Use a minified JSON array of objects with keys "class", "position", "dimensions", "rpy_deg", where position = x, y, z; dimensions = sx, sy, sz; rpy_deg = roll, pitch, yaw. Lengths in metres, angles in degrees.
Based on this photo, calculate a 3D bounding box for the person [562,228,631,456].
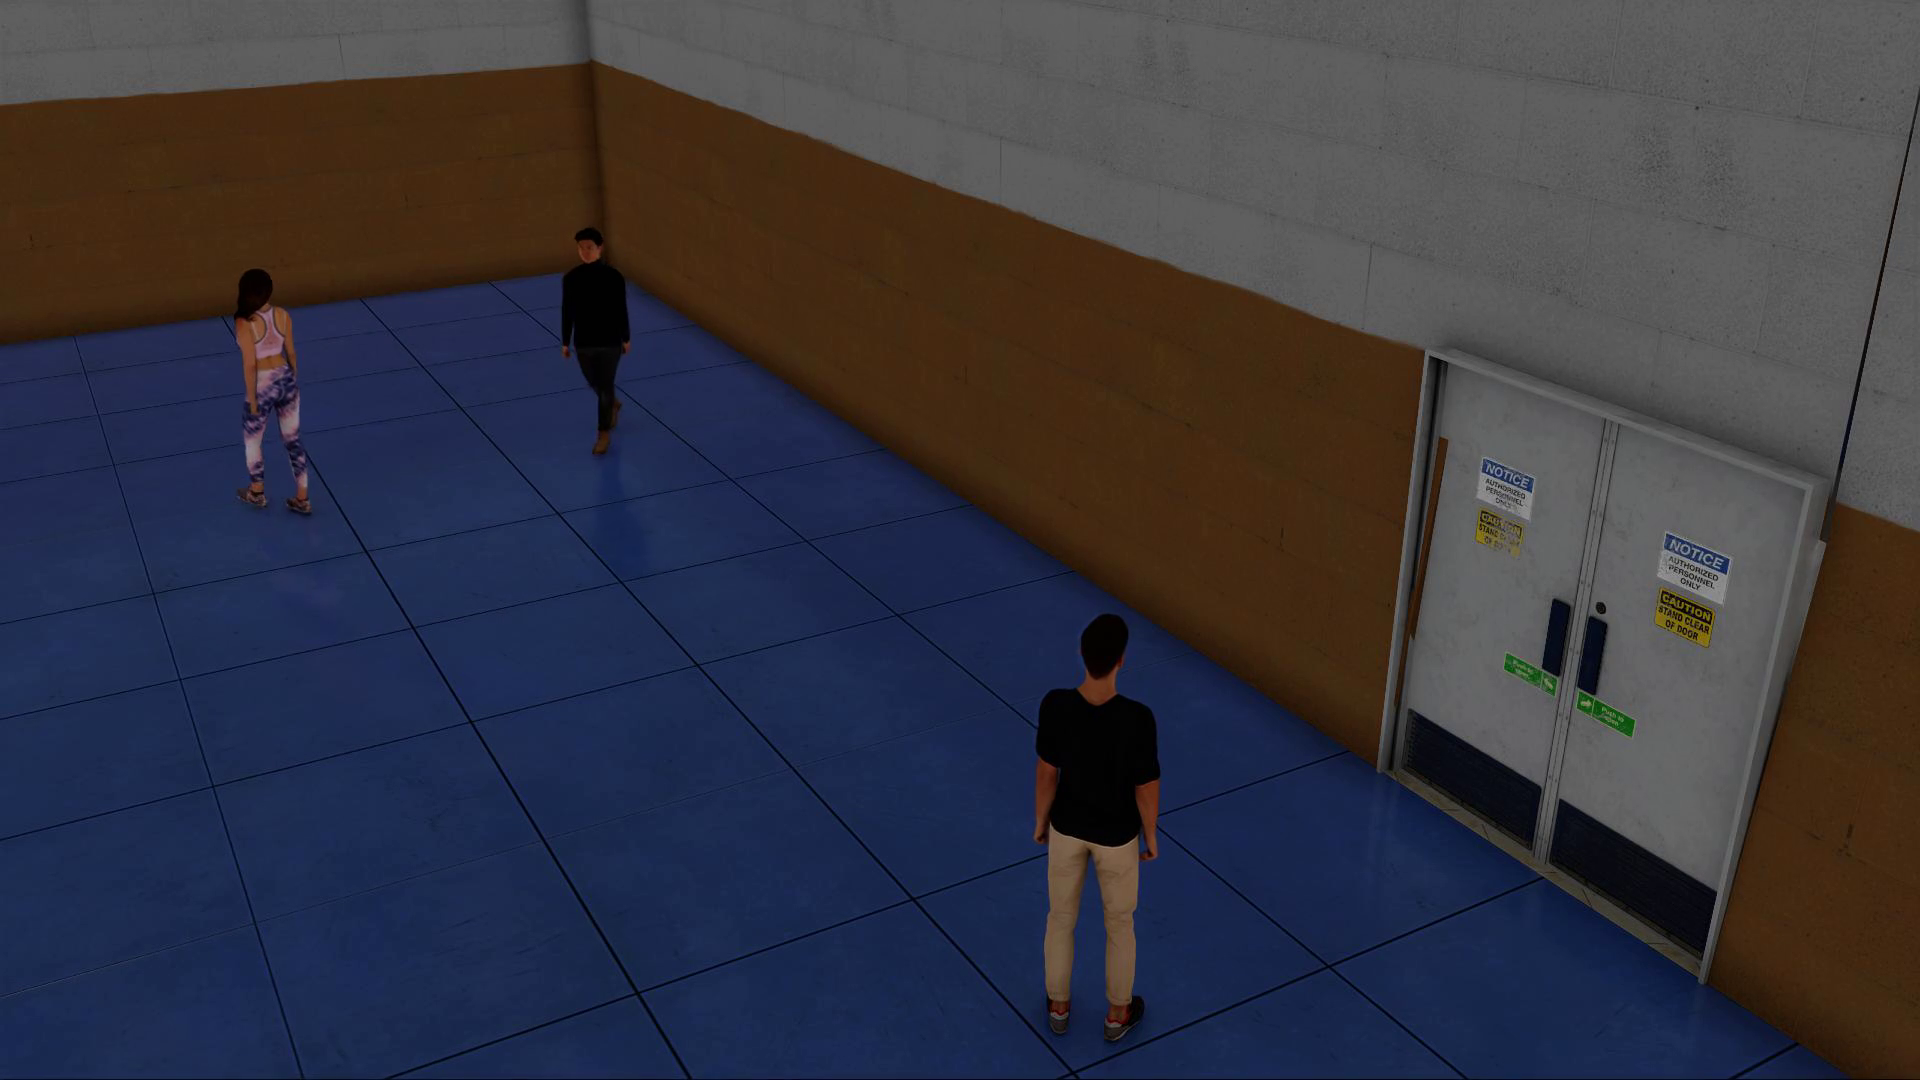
[{"class":"person","position":[-2.822,-1.596,13.009],"dimensions":[1.125,1.698,1.114],"rpy_deg":[3,24,6]}]

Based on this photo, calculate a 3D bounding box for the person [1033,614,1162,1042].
[{"class":"person","position":[0.528,1.139,6.528],"dimensions":[0.703,1.858,0.762],"rpy_deg":[6,24,14]}]

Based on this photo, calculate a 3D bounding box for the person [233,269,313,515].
[{"class":"person","position":[-4.737,-1.004,11.585],"dimensions":[0.867,1.754,0.889],"rpy_deg":[16,28,31]}]
